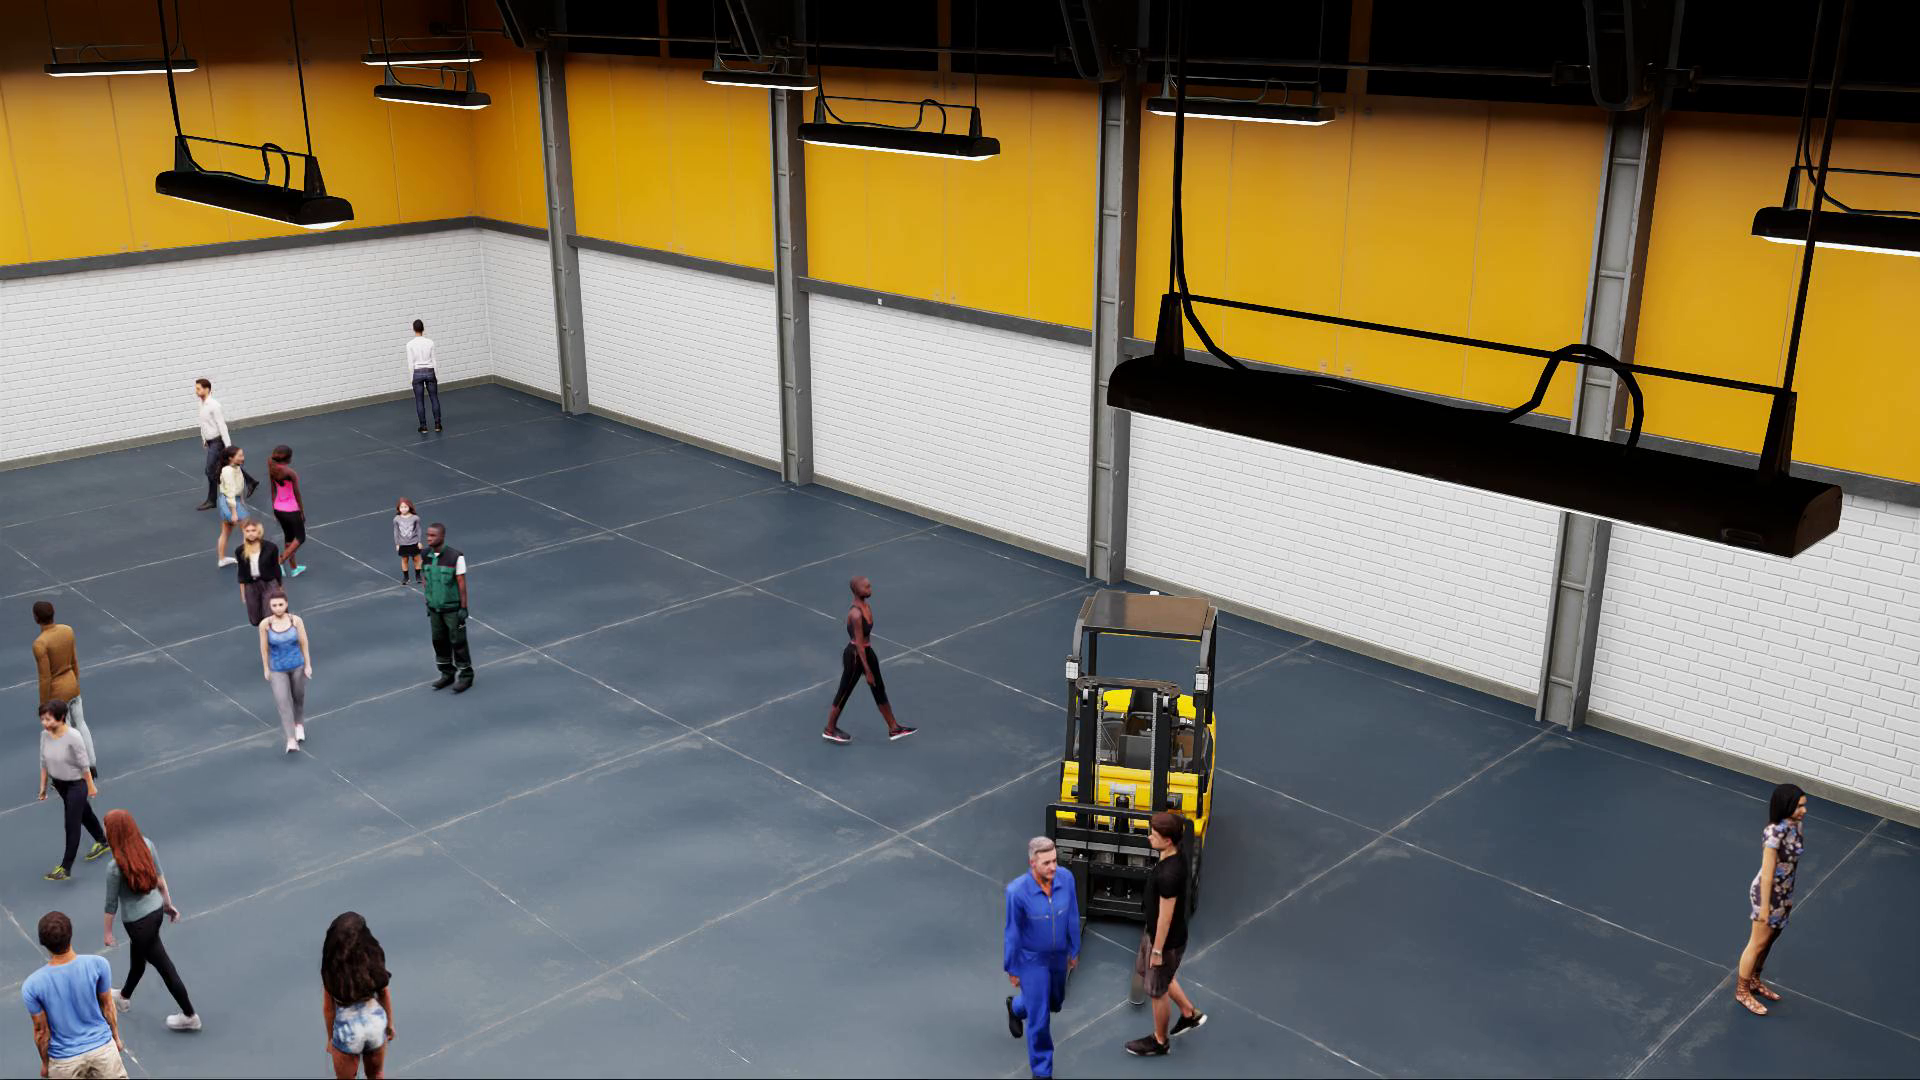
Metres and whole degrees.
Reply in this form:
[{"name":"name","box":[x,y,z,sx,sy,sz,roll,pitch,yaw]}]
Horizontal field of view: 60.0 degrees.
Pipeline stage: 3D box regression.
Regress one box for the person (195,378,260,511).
[{"name":"person","box":[-10.393,-1.372,23.437,1.179,1.825,0.821,15,23,37]}]

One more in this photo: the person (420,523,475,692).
[{"name":"person","box":[-5.343,0.682,17.323,0.688,1.836,0.823,7,20,19]}]

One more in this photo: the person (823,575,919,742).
[{"name":"person","box":[-1.075,1.179,16.045,1.233,1.710,1.021,4,19,11]}]

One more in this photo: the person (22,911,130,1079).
[{"name":"person","box":[-5.326,3.102,10.091,0.680,1.865,0.610,-13,23,-35]}]

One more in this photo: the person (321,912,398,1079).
[{"name":"person","box":[-3.740,3.134,10.411,0.651,1.601,0.820,-14,23,-37]}]

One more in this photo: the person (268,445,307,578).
[{"name":"person","box":[-8.318,-0.312,20.472,0.886,1.709,0.822,5,19,15]}]

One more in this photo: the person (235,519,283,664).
[{"name":"person","box":[-7.524,0.556,17.986,0.869,1.652,0.998,-4,19,-12]}]

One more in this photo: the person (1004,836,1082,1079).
[{"name":"person","box":[0.501,2.775,11.162,0.903,1.801,1.147,-11,21,-29]}]

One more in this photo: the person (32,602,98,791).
[{"name":"person","box":[-8.211,1.404,15.209,0.733,1.816,0.721,4,19,11]}]

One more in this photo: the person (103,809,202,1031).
[{"name":"person","box":[-5.596,2.688,11.568,1.149,1.707,0.968,5,19,13]}]

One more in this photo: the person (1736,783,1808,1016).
[{"name":"person","box":[5.843,2.548,11.942,0.601,1.732,0.523,-16,24,-39]}]

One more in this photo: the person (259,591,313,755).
[{"name":"person","box":[-6.504,1.229,16.092,0.788,1.583,1.027,-8,20,-24]}]

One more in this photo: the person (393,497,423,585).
[{"name":"person","box":[-6.794,-0.002,20.498,0.534,1.105,0.558,-5,19,-14]}]

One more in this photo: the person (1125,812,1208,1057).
[{"name":"person","box":[1.476,2.688,11.346,0.972,1.850,0.907,2,19,5]}]

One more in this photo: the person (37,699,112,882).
[{"name":"person","box":[-7.353,2.004,13.890,0.989,1.521,0.861,7,20,21]}]

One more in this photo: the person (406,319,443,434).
[{"name":"person","box":[-8.799,-2.695,27.299,0.692,1.868,0.692,-9,21,-24]}]
